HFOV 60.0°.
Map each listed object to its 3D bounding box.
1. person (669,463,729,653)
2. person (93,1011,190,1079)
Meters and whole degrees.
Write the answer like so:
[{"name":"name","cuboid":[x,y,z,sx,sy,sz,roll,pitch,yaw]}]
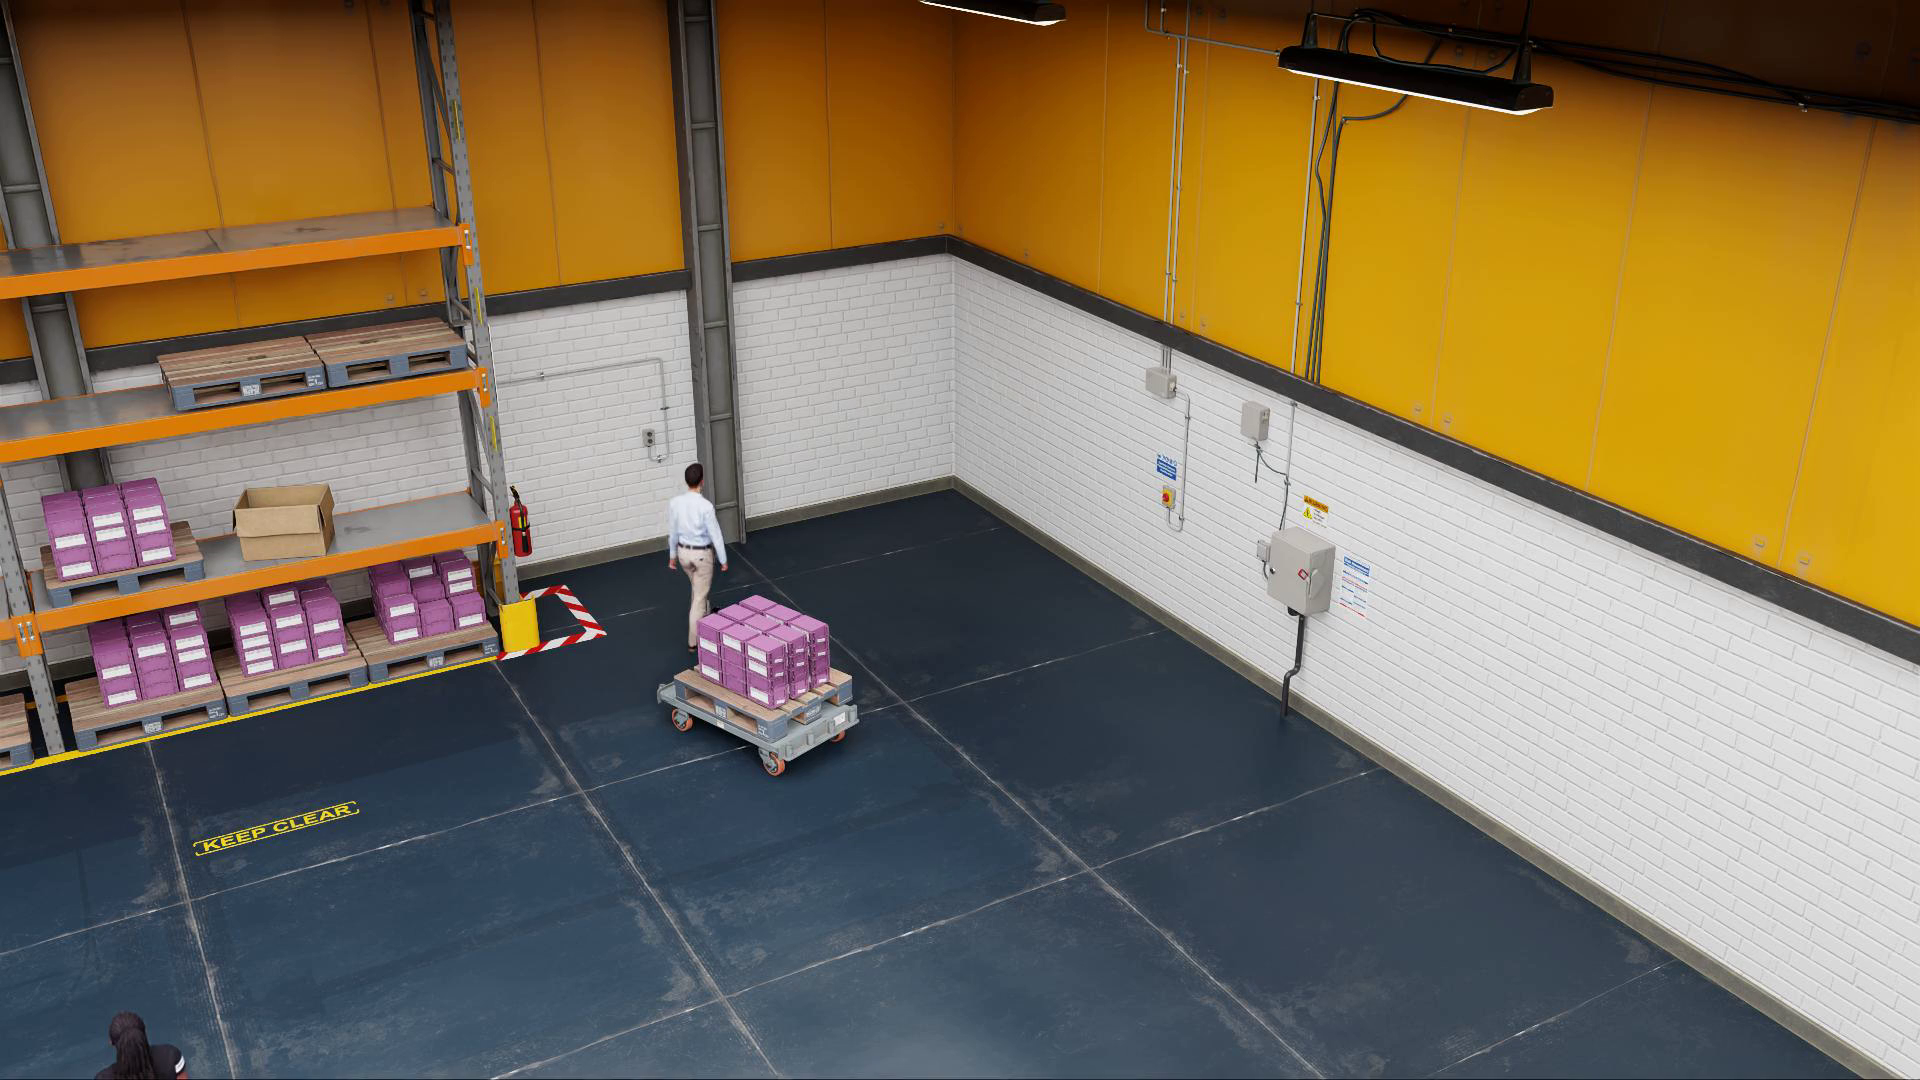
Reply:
[{"name":"person","cuboid":[-2.524,0.197,15.663,1.011,1.824,1.113,9,25,20]},{"name":"person","cuboid":[-4.282,3.219,8.868,0.559,1.728,0.703,-18,29,-35]}]
